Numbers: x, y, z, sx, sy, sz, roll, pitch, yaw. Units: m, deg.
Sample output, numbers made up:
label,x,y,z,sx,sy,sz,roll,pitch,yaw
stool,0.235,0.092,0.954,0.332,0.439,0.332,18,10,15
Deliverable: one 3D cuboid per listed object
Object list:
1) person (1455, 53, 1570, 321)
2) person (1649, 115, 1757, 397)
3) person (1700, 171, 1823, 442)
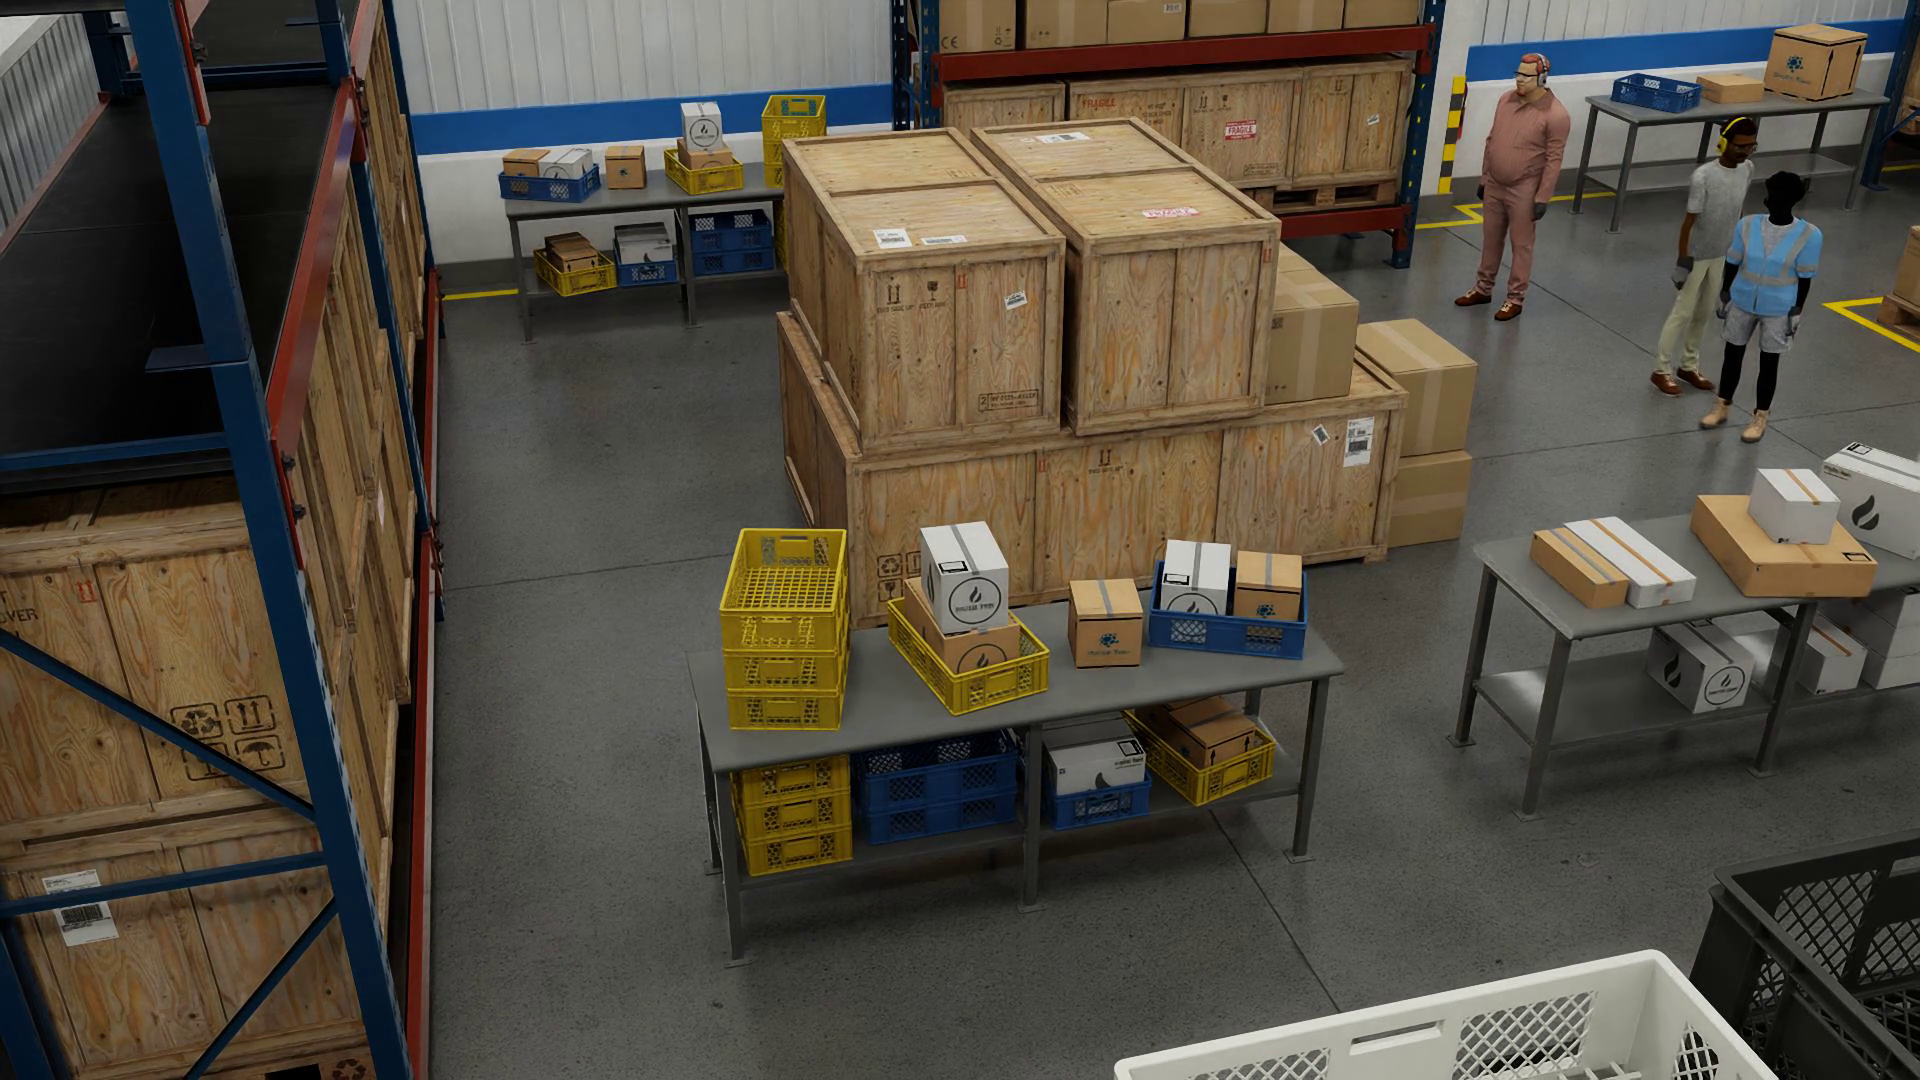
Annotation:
label,x,y,z,sx,sy,sz,roll,pitch,yaw
person,4.003,-2.552,12.038,0.407,1.909,0.639,-17,33,-28
person,4.853,-1.835,10.796,0.520,1.856,0.330,-13,31,-22
person,4.935,-1.445,10.254,0.540,1.686,0.321,25,38,38
